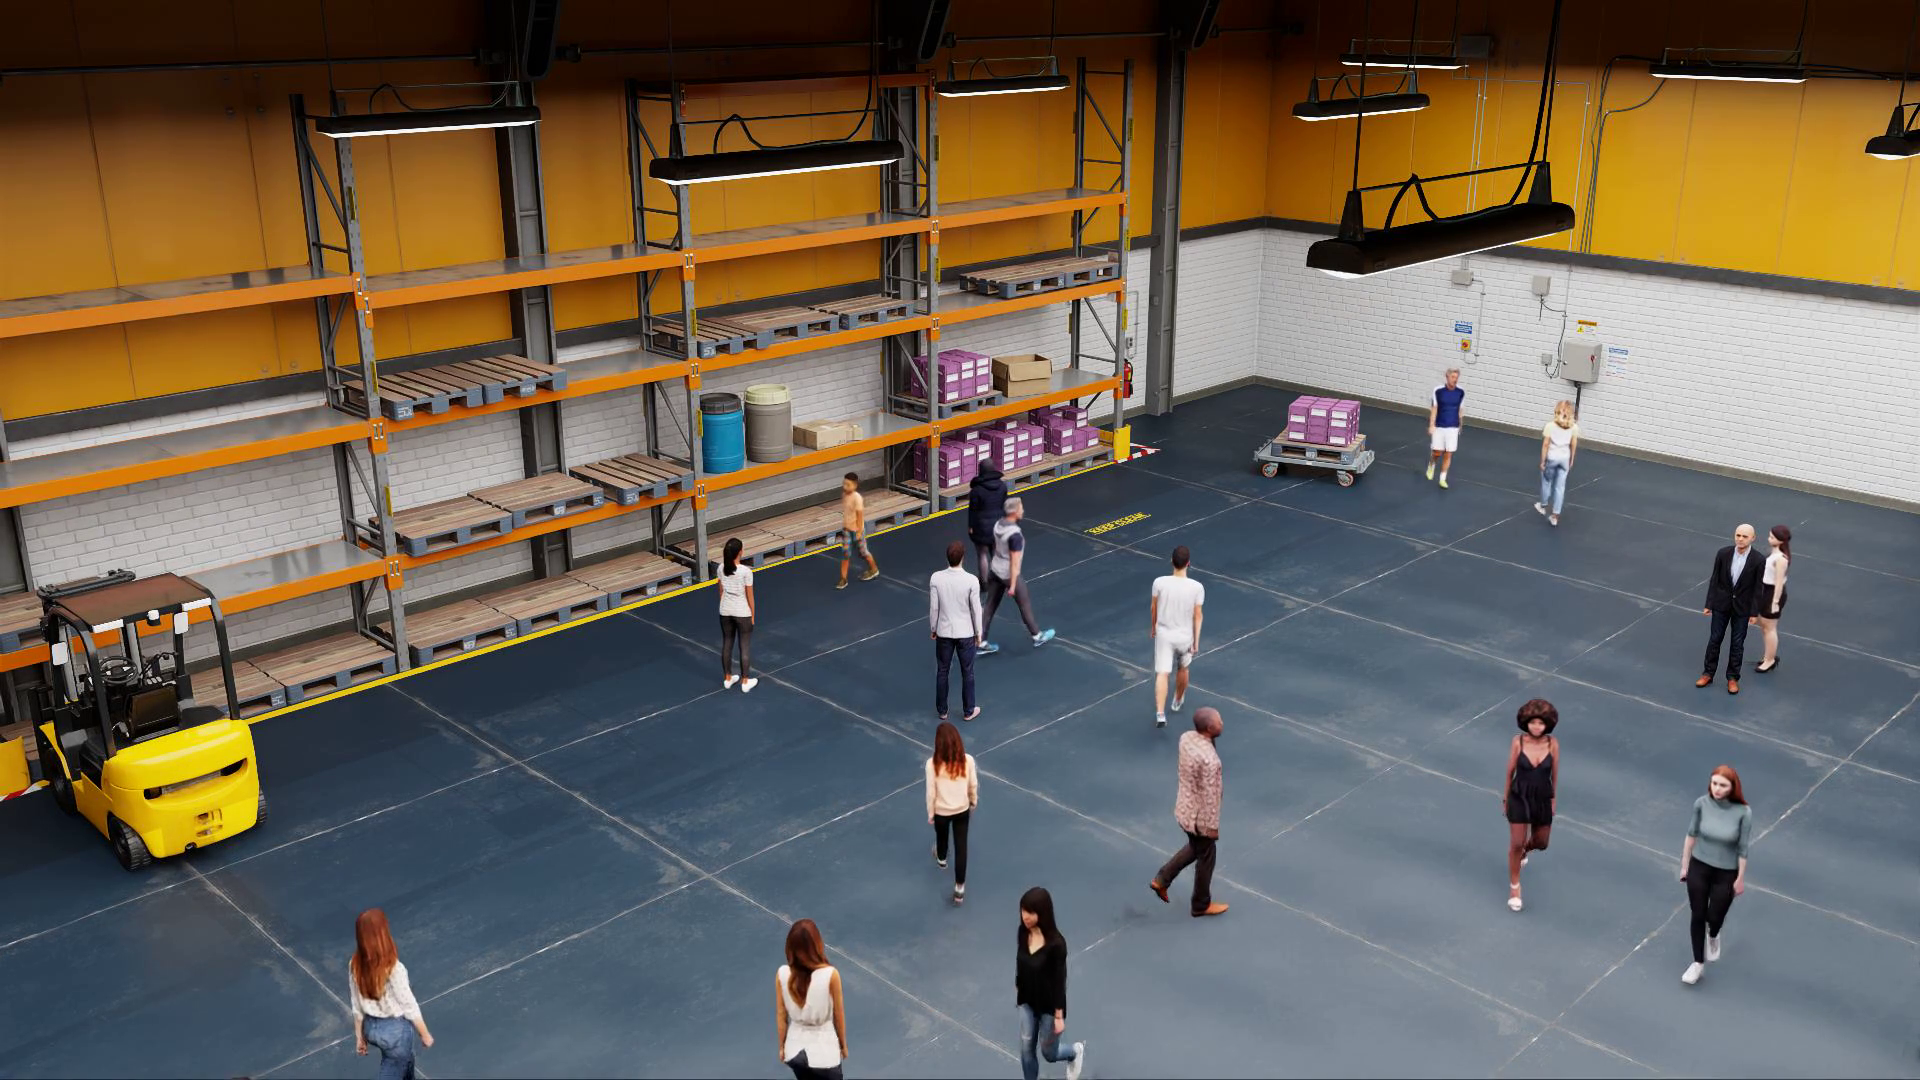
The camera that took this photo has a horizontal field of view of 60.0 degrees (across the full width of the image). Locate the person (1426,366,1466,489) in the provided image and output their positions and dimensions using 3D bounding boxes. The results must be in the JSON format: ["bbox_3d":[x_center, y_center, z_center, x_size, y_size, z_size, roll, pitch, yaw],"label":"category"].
[{"bbox_3d":[7.065,-1.671,24.300,0.836,1.822,0.896,0,19,0],"label":"person"}]

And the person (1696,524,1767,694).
[{"bbox_3d":[8.055,0.686,17.334,0.718,1.801,0.656,12,22,31],"label":"person"}]

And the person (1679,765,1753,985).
[{"bbox_3d":[5.571,2.436,12.245,0.623,1.731,0.755,15,24,37],"label":"person"}]

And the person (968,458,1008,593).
[{"bbox_3d":[0.338,-0.188,20.126,0.681,1.675,0.801,-10,21,-27],"label":"person"}]

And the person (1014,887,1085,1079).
[{"bbox_3d":[0.580,2.971,10.814,0.618,1.630,0.872,15,24,38],"label":"person"}]

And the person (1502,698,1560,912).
[{"bbox_3d":[4.533,2.072,13.267,0.833,1.770,0.938,3,19,9],"label":"person"}]

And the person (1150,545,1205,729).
[{"bbox_3d":[2.098,0.978,16.431,1.120,1.823,1.277,3,19,8],"label":"person"}]

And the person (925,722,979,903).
[{"bbox_3d":[-0.060,2.213,13.378,1.007,1.432,0.989,-3,19,-8],"label":"person"}]

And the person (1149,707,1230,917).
[{"bbox_3d":[1.794,2.145,13.022,1.016,1.789,0.921,-5,19,-16],"label":"person"}]

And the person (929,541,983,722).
[{"bbox_3d":[-0.051,0.904,16.608,0.762,1.850,0.763,4,19,12],"label":"person"}]

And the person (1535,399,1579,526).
[{"bbox_3d":[8.137,-1.031,22.593,0.978,1.698,1.060,1,19,4],"label":"person"}]

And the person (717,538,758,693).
[{"bbox_3d":[-2.342,0.765,17.345,0.630,1.644,0.641,6,20,18],"label":"person"}]

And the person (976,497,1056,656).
[{"bbox_3d":[0.416,0.439,18.111,1.231,1.772,0.909,-11,22,-30],"label":"person"}]

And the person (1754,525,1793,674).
[{"bbox_3d":[8.693,0.626,17.757,0.712,1.644,0.609,6,20,17],"label":"person"}]

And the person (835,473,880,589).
[{"bbox_3d":[-1.256,-0.142,20.367,0.591,1.435,0.950,18,25,42],"label":"person"}]

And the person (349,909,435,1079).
[{"bbox_3d":[-3.592,3.118,10.284,0.811,1.691,1.199,10,21,27],"label":"person"}]

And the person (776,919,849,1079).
[{"bbox_3d":[-0.910,3.158,10.049,0.835,1.765,1.006,6,19,16],"label":"person"}]
